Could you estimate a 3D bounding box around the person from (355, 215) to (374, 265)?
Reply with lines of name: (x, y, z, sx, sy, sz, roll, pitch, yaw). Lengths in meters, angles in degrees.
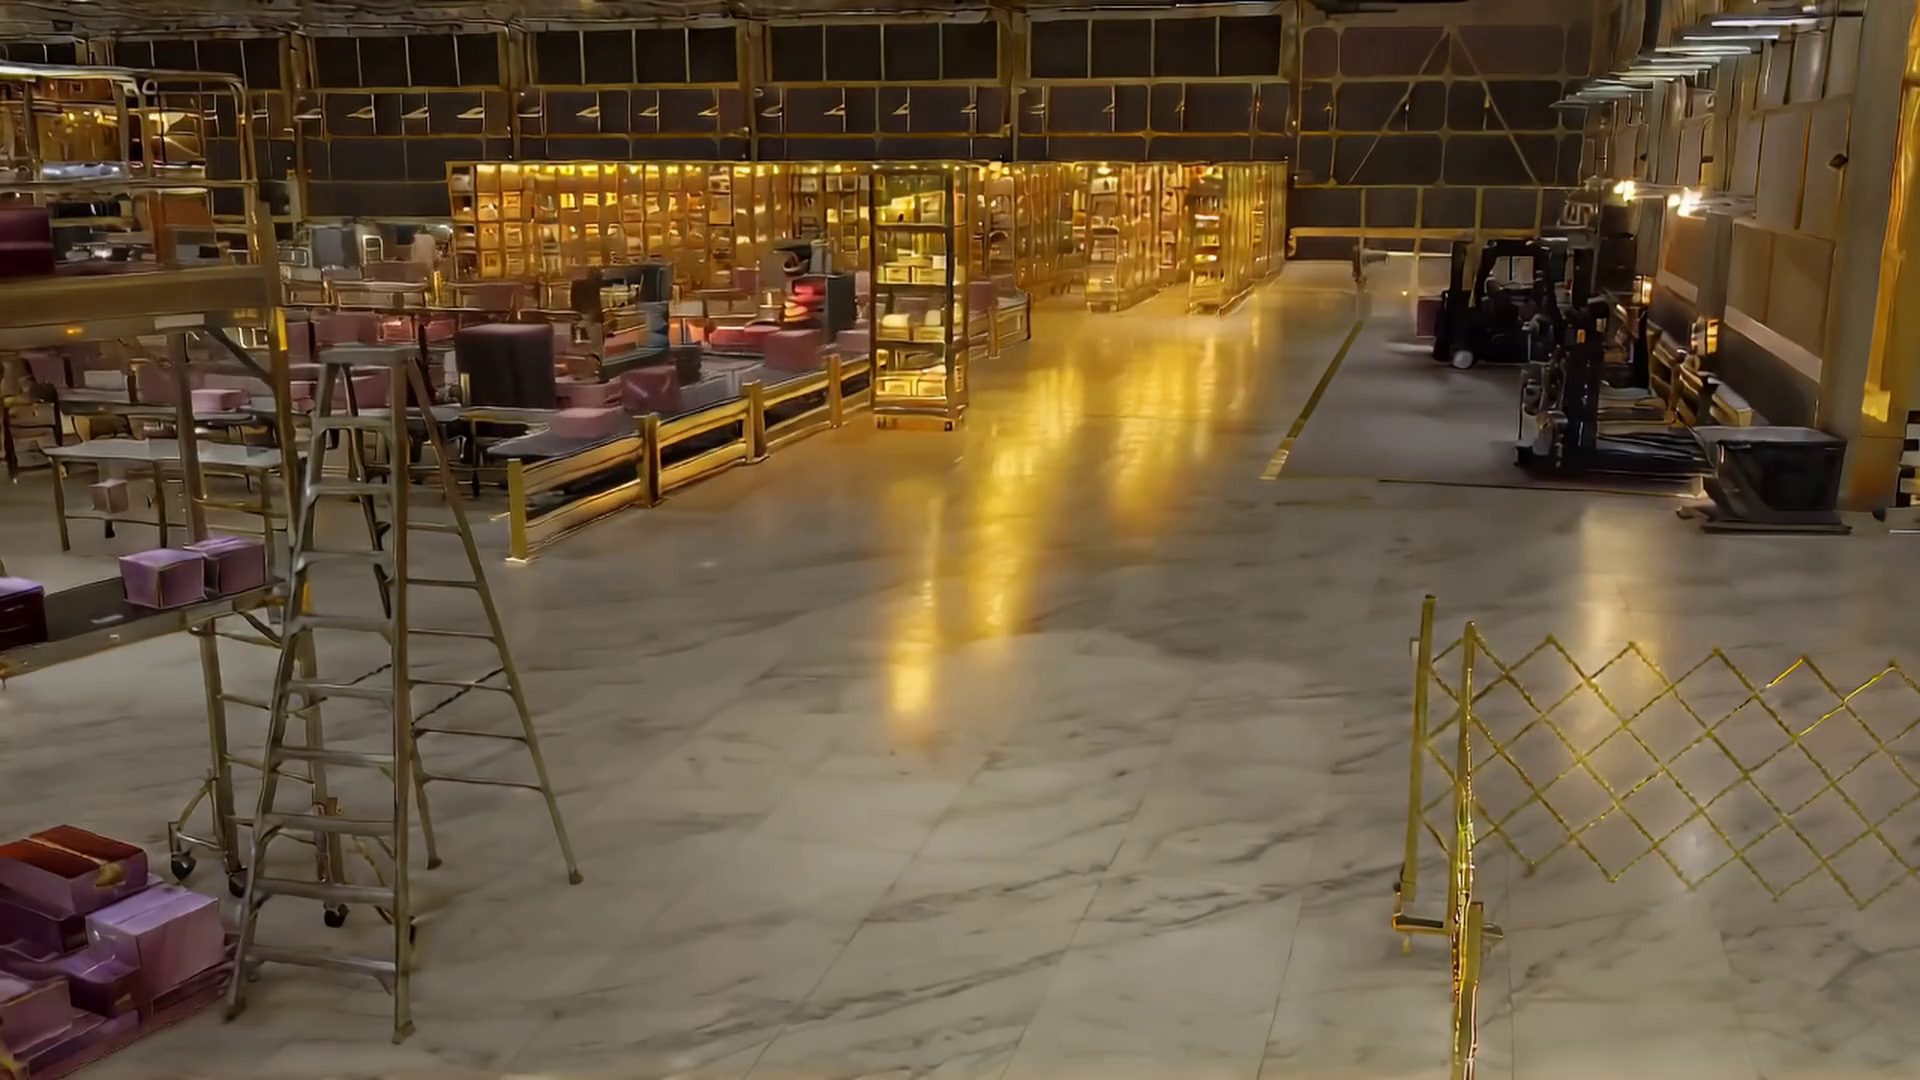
person: (-20.764, -10.449, 57.962, 0.770, 1.705, 0.504, 2, 13, 8)

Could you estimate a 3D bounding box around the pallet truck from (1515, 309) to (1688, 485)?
pallet truck: (7.554, -1.677, 19.446, 1.885, 1.965, 0.823, 3, 13, 14)

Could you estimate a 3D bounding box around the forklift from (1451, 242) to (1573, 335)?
forklift: (10.464, -4.597, 31.405, 2.680, 1.987, 1.157, 4, 14, 16)

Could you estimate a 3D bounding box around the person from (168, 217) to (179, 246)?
person: (-24.488, -9.060, 51.442, 0.605, 1.948, 0.391, -6, 14, -23)

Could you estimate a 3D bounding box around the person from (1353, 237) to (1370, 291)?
person: (9.757, -6.449, 40.449, 0.404, 1.824, 0.586, 9, 16, 34)

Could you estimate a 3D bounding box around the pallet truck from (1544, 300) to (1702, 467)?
pallet truck: (8.263, -1.952, 20.631, 1.885, 1.965, 0.823, 5, 14, 20)

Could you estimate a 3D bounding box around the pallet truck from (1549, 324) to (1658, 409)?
pallet truck: (9.824, -2.669, 25.407, 1.601, 1.201, 0.680, 4, 14, 16)

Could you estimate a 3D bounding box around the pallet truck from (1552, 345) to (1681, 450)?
pallet truck: (8.641, -1.896, 21.908, 1.630, 1.274, 0.653, 4, 14, 16)

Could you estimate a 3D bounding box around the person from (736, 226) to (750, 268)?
person: (-6.624, -9.075, 51.474, 0.647, 1.969, 0.736, -10, 17, -38)

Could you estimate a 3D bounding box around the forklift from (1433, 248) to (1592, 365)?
forklift: (9.780, -4.111, 29.280, 2.680, 1.987, 1.157, 3, 13, 14)

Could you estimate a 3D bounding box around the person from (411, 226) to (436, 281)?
person: (-14.749, -7.687, 45.732, 0.664, 1.847, 1.007, -6, 14, -25)

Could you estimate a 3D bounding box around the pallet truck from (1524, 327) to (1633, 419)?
pallet truck: (9.065, -2.460, 24.370, 1.522, 1.261, 0.704, 3, 13, 14)
